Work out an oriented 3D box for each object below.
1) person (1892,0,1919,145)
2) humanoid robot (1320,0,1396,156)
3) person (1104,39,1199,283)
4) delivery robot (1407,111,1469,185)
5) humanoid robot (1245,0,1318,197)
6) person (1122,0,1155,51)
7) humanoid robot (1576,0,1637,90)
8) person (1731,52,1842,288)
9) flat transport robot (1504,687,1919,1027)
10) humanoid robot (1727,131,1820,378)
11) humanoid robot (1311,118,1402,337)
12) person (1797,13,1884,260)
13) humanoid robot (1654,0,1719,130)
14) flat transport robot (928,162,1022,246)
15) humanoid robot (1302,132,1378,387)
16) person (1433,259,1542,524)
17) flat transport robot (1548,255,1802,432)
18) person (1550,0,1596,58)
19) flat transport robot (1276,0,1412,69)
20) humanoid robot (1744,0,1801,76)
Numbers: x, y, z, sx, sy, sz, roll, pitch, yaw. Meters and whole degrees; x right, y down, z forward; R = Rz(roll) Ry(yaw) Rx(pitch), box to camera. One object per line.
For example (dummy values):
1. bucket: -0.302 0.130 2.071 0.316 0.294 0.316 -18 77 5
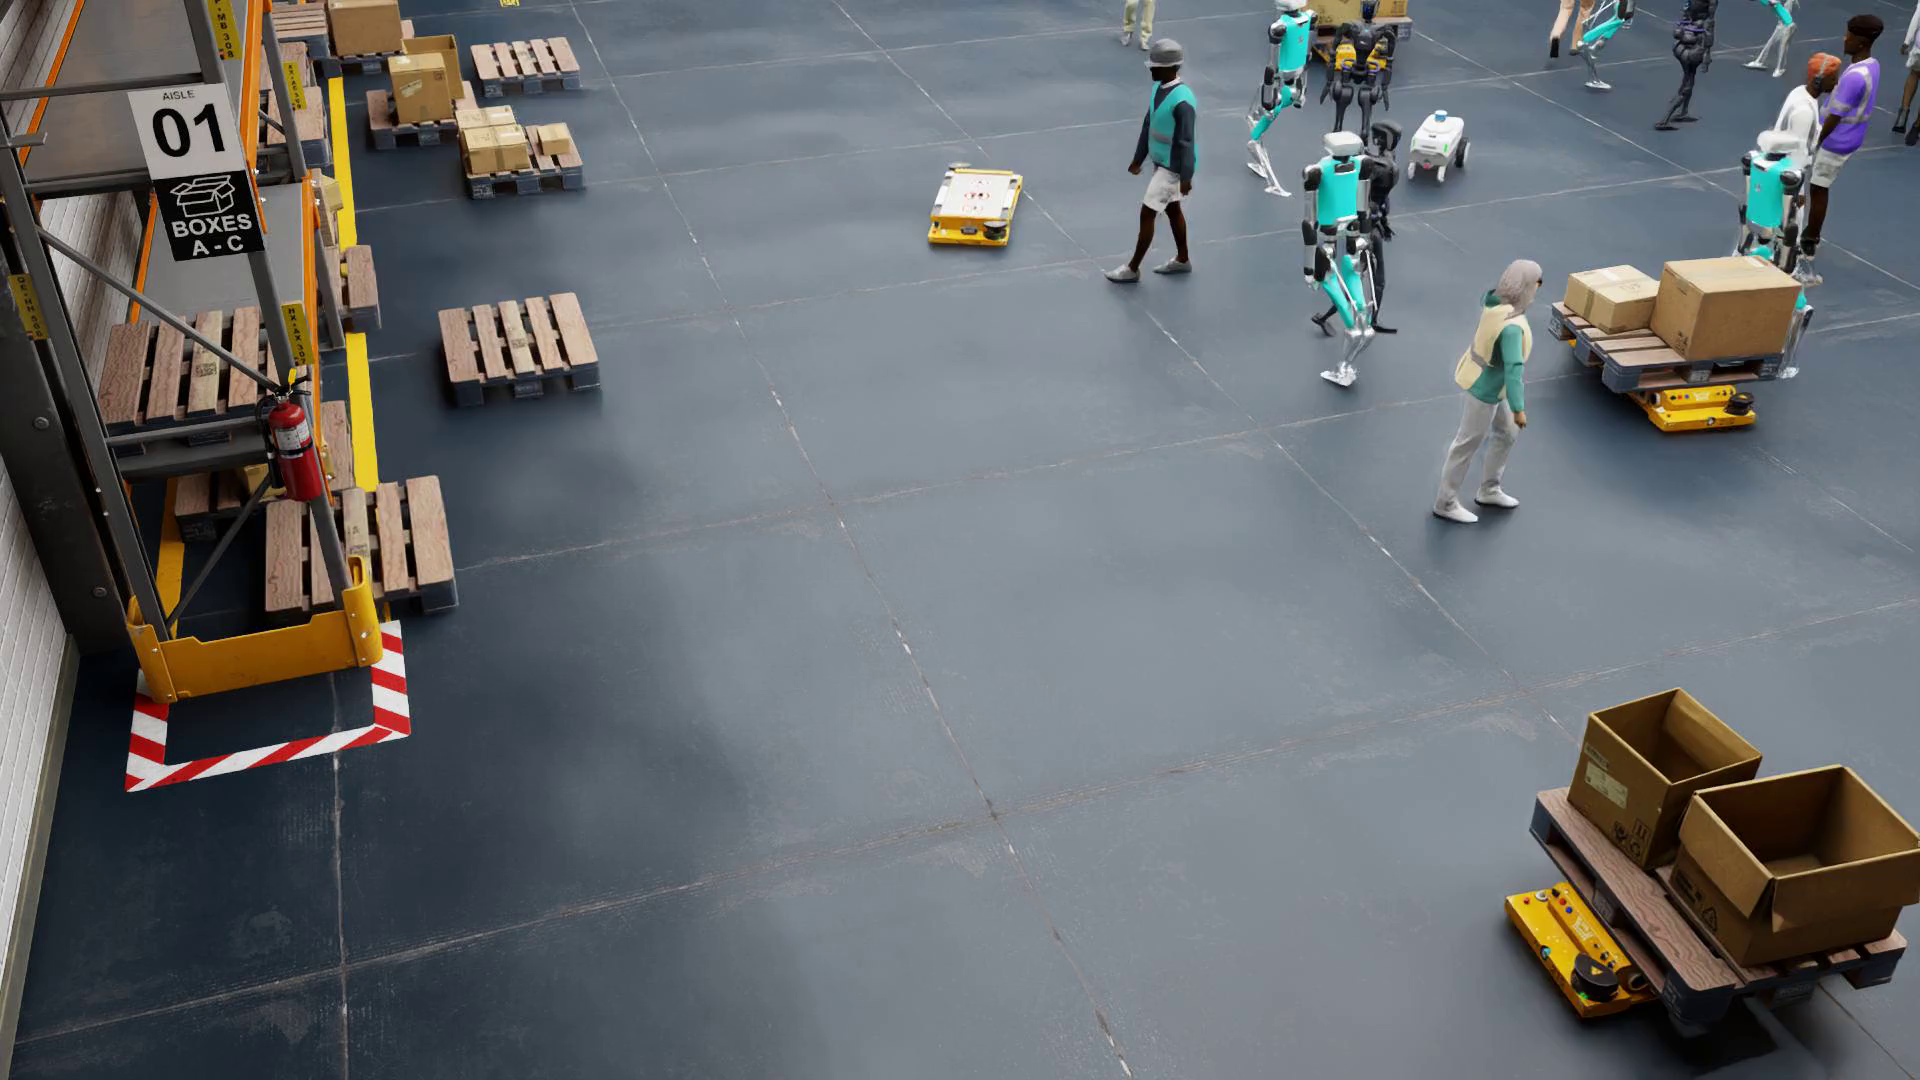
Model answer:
1. person: 9.123 -4.650 15.478 0.582 1.919 0.434 21 39 29
2. humanoid robot: 3.527 -4.048 14.775 0.615 1.643 0.335 8 34 12
3. person: 1.494 -2.884 12.785 0.879 1.904 0.577 -7 34 -10
4. delivery robot: 4.334 -3.601 15.126 0.499 0.602 0.795 15 36 21
5. humanoid robot: 2.674 -3.945 14.594 0.577 1.791 0.880 -23 40 -31
6. person: 2.004 -6.193 17.955 0.604 1.809 0.489 -1 33 -1
7. humanoid robot: 6.524 -5.326 16.780 0.724 1.896 0.553 7 34 10
8. person: 6.397 -2.748 12.621 0.807 1.853 0.595 14 36 21
9. flat transport robot: 3.210 1.670 7.297 1.431 0.231 0.659 -8 34 -12
10. humanoid robot: 5.738 -1.973 11.572 0.833 1.801 0.579 -9 34 -14
11. humanoid robot: 2.950 -2.243 12.029 0.587 1.649 0.609 17 37 24
12. person: 6.943 -3.182 13.196 0.397 1.955 0.620 20 38 28
13. humanoid robot: 7.049 -4.737 15.844 0.581 1.636 0.609 -2 33 -4
14. flat transport robot: 0.145 -2.886 14.284 0.659 0.231 1.431 4 33 6
15. humanoid robot: 2.654 -1.846 11.312 0.536 1.735 0.747 -14 36 -20
16. person: 3.217 -0.846 9.841 0.630 1.685 0.513 7 34 11
17. flat transport robot: 4.901 -1.198 11.696 0.659 0.231 1.431 -5 33 -8
18. person: 6.618 -5.964 17.742 0.473 1.649 0.662 18 37 25
19. flat transport robot: 4.183 -5.488 18.276 0.659 0.231 1.431 -4 33 -6
20. humanoid robot: 8.560 -5.756 17.349 0.837 1.791 0.615 -5 33 -8
